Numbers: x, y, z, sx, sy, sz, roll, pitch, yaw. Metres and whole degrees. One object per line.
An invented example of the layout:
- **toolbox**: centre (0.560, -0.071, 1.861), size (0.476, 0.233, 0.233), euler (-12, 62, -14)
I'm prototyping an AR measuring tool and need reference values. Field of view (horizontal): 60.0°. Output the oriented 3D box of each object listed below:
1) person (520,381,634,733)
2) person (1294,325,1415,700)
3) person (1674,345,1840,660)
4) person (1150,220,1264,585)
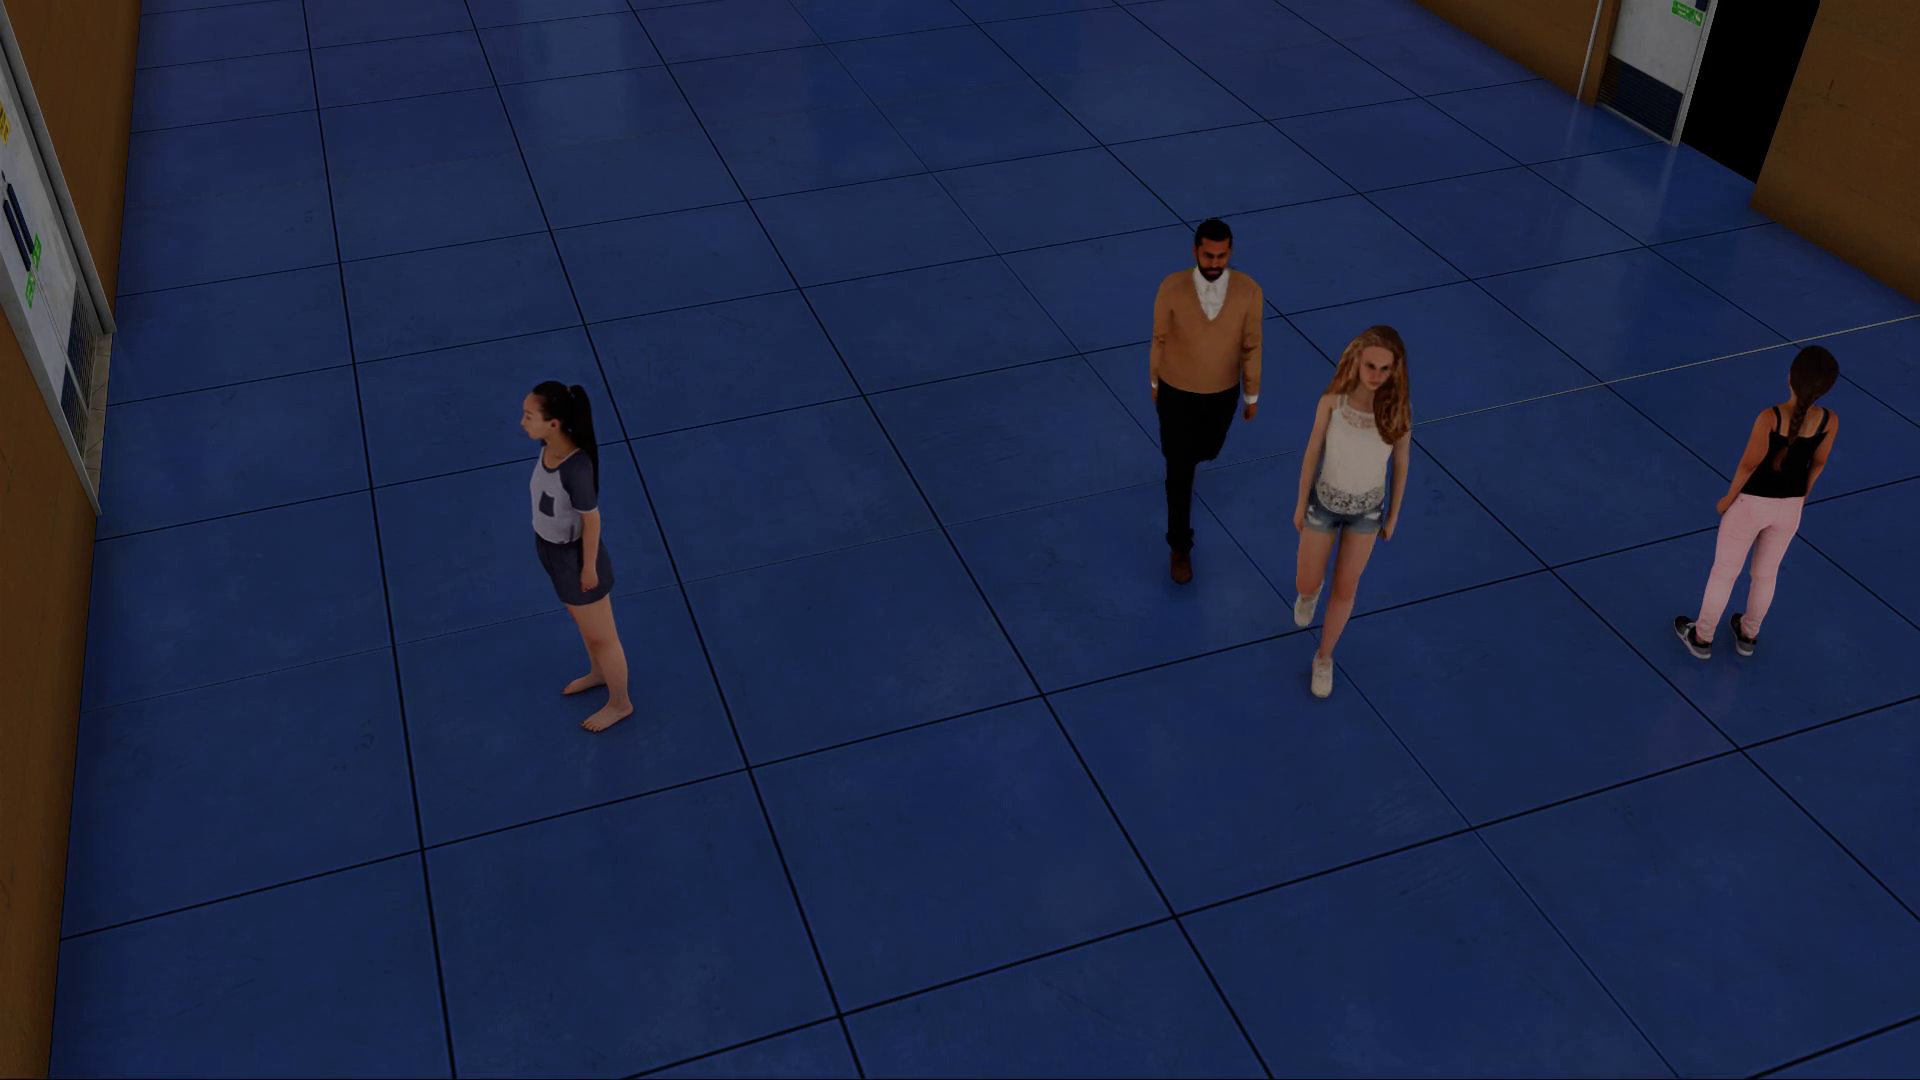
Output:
- **person**: centre (-1.553, 0.060, 6.810), size (0.550, 1.650, 0.618), euler (-18, 41, -22)
- **person**: centre (1.618, -0.168, 7.030), size (0.855, 1.751, 0.858), euler (6, 37, 8)
- **person**: centre (3.469, -0.145, 7.154), size (0.550, 1.565, 0.652), euler (0, 37, 0)
- **person**: centre (1.125, -0.739, 7.814), size (1.216, 1.721, 0.980), euler (-1, 37, -1)
